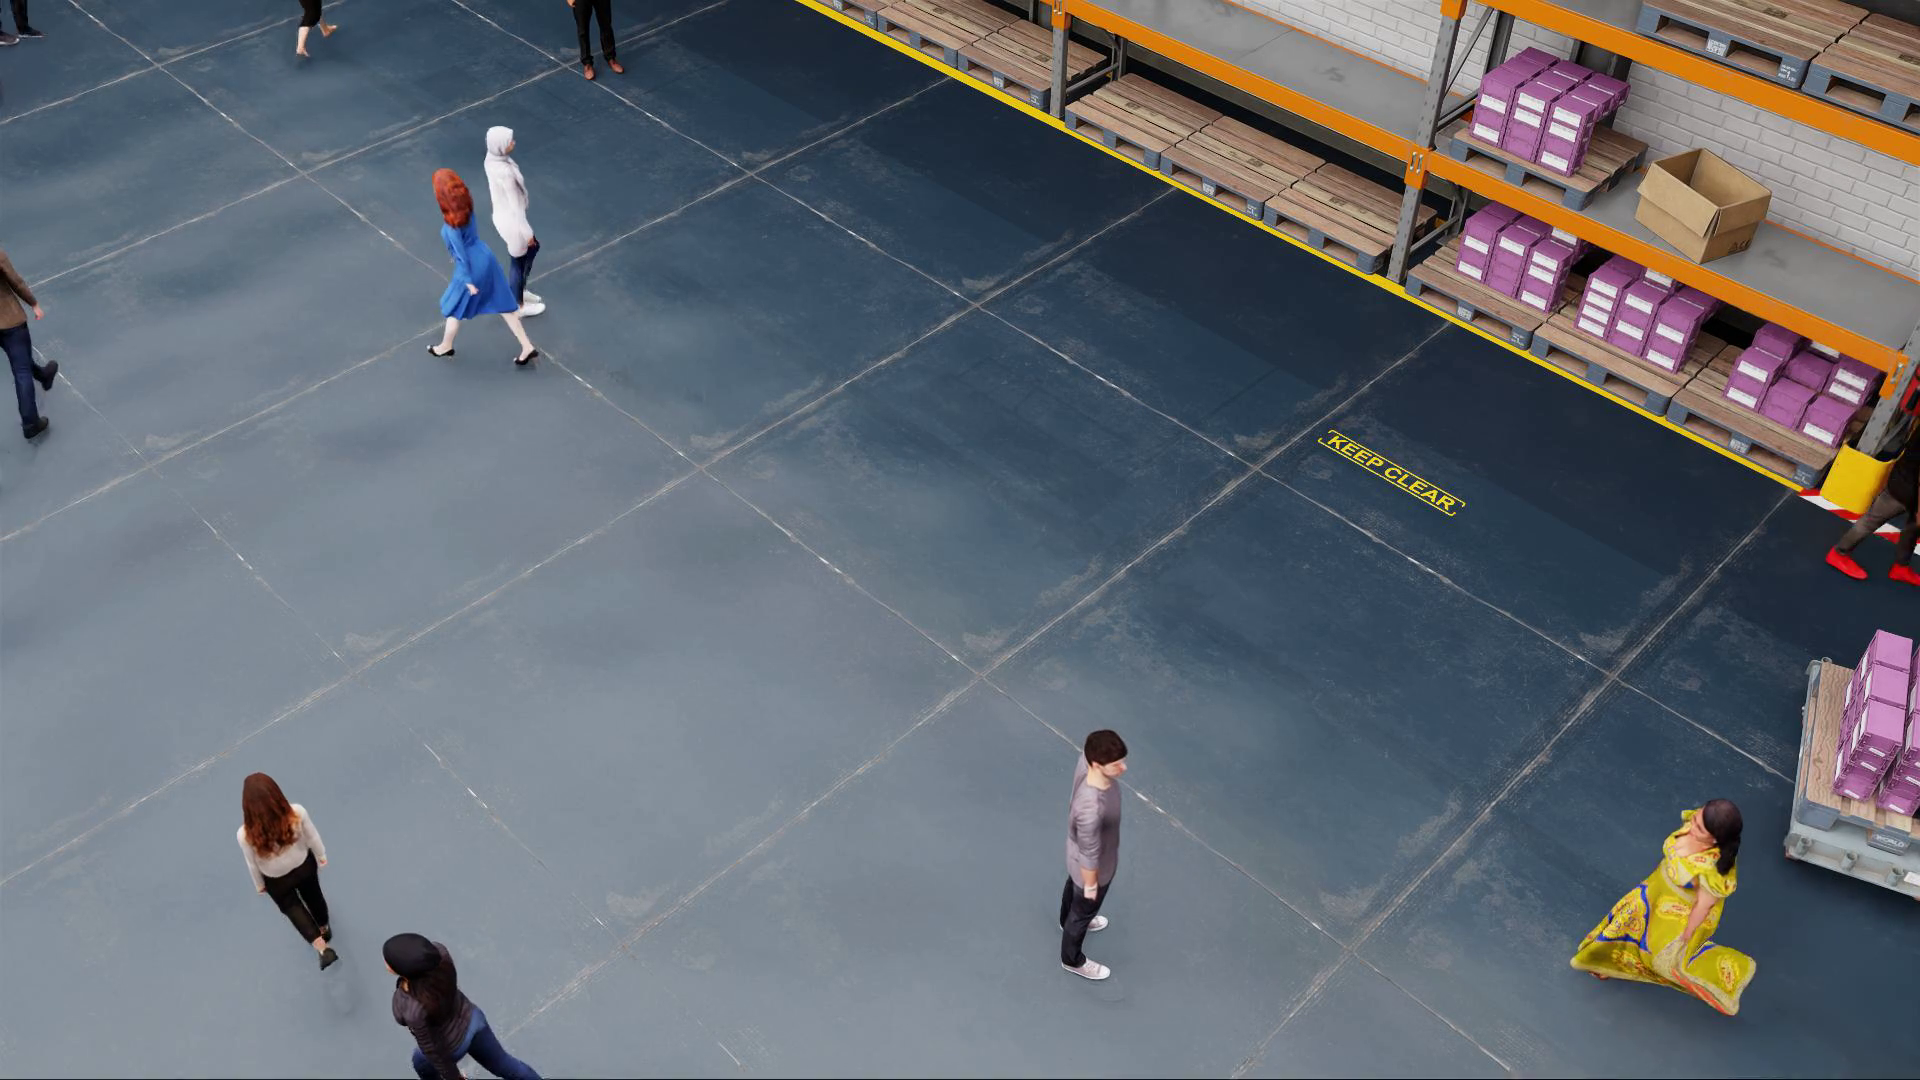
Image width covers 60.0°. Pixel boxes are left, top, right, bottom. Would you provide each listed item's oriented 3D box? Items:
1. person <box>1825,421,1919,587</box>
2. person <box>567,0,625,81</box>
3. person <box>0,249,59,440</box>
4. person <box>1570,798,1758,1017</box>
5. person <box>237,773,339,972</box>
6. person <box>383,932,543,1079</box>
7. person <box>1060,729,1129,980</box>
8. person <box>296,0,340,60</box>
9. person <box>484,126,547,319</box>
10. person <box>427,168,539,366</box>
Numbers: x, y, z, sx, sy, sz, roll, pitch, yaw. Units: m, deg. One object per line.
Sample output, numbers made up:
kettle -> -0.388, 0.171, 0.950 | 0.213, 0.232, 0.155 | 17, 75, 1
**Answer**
person -> 6.340, -0.422, 11.268 | 0.952, 1.783, 0.733 | 30, 51, 28
person -> -3.700, -5.506, 16.625 | 0.723, 1.754, 0.675 | -21, 48, -21
person -> -7.222, -1.604, 12.468 | 1.151, 1.838, 1.266 | -3, 44, -3
person -> 3.940, 1.939, 8.894 | 1.302, 1.639, 1.229 | 2, 44, 2
person -> -3.651, 1.846, 9.112 | 0.607, 1.472, 0.798 | -28, 50, -26
person -> -2.426, 2.490, 8.273 | 1.256, 1.698, 1.051 | 6, 44, 6
person -> 0.708, 1.674, 9.019 | 0.768, 1.851, 0.736 | 3, 44, 3
person -> -6.776, -5.720, 16.964 | 1.080, 1.597, 0.996 | 10, 45, 11
person -> -3.728, -2.542, 13.506 | 0.775, 1.764, 0.632 | -18, 47, -18
person -> -3.690, -2.055, 12.995 | 1.210, 1.765, 1.008 | 7, 44, 7
